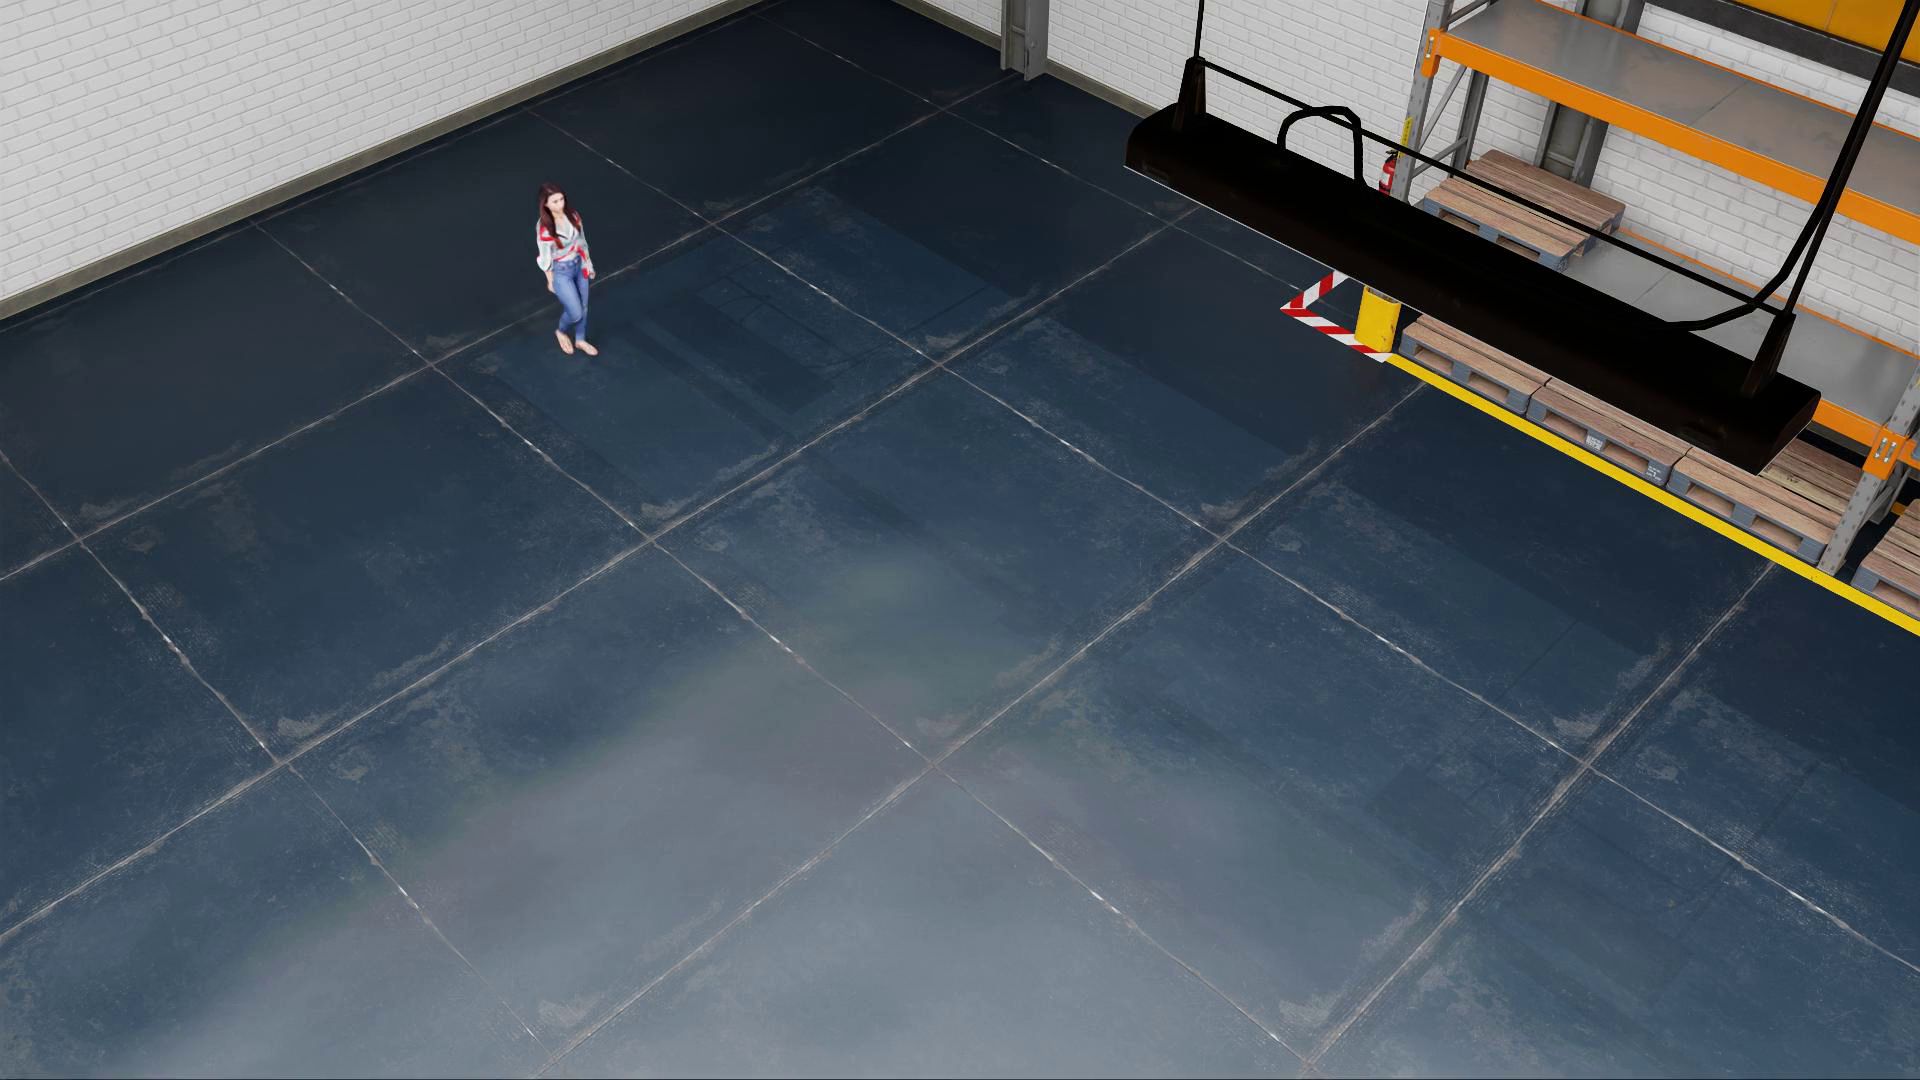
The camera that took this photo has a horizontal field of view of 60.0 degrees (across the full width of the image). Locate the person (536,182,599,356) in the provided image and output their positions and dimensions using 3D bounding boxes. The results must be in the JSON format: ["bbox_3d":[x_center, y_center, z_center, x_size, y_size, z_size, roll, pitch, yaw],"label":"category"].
[{"bbox_3d":[-3.230,-2.201,13.475,0.663,1.604,0.646,25,49,24],"label":"person"}]
